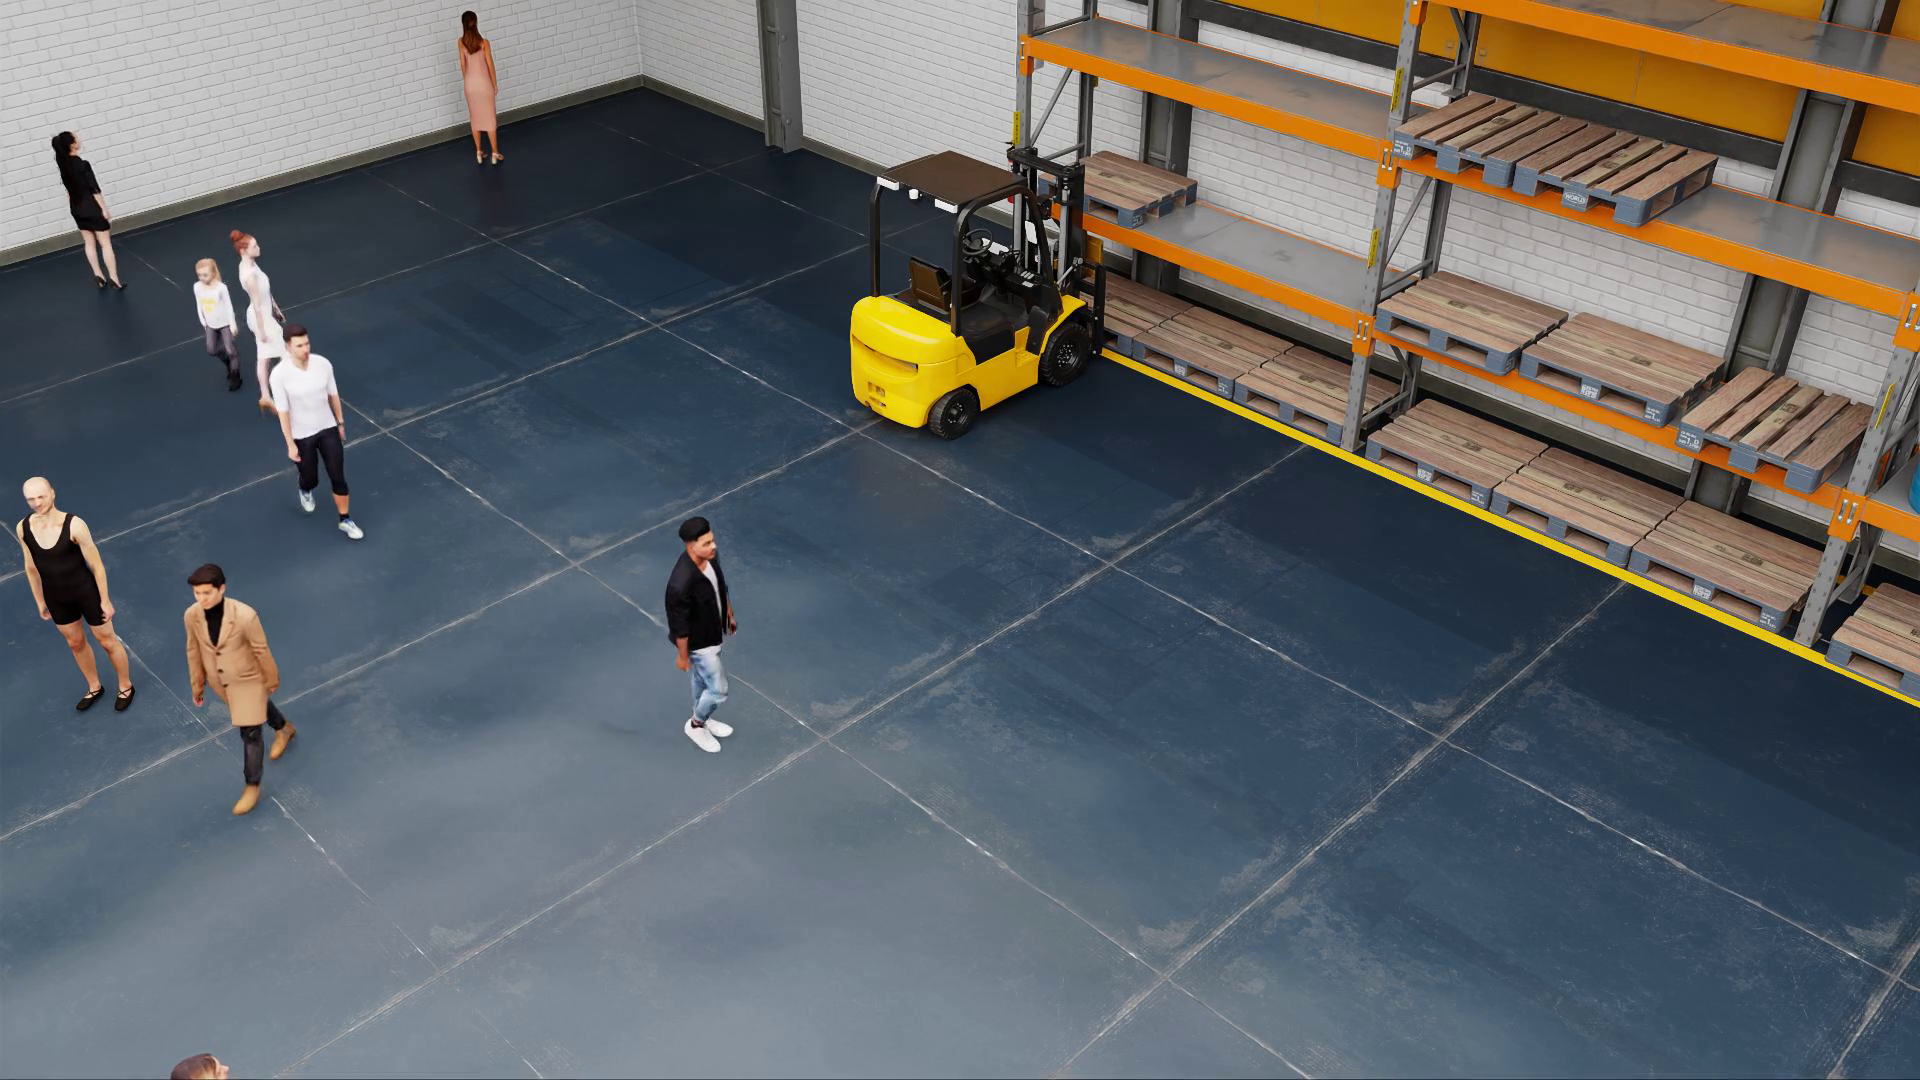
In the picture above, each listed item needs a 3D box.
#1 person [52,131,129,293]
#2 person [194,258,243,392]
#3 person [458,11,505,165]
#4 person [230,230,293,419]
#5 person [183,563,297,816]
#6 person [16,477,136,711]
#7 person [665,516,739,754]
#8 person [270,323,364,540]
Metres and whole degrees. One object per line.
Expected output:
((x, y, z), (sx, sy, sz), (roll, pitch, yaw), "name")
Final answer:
((-8.931, -3.368, 17.014), (0.591, 1.695, 0.730), (9, 35, 14), "person")
((-6.818, -2.026, 15.378), (0.652, 1.270, 0.711), (1, 34, 2), "person")
((-5.794, -5.441, 20.010), (0.630, 1.831, 0.710), (4, 34, 6), "person")
((-6.260, -1.883, 14.703), (0.742, 1.779, 0.681), (-15, 36, -21), "person")
((-4.610, 0.828, 10.709), (1.155, 1.686, 1.096), (6, 34, 9), "person")
((-6.003, 0.367, 11.285), (0.692, 1.815, 0.758), (1, 34, 1), "person")
((-1.790, 0.589, 10.970), (0.842, 1.796, 0.825), (7, 34, 11), "person")
((-5.146, -0.882, 13.151), (0.724, 1.832, 1.009), (-25, 41, -32), "person")
